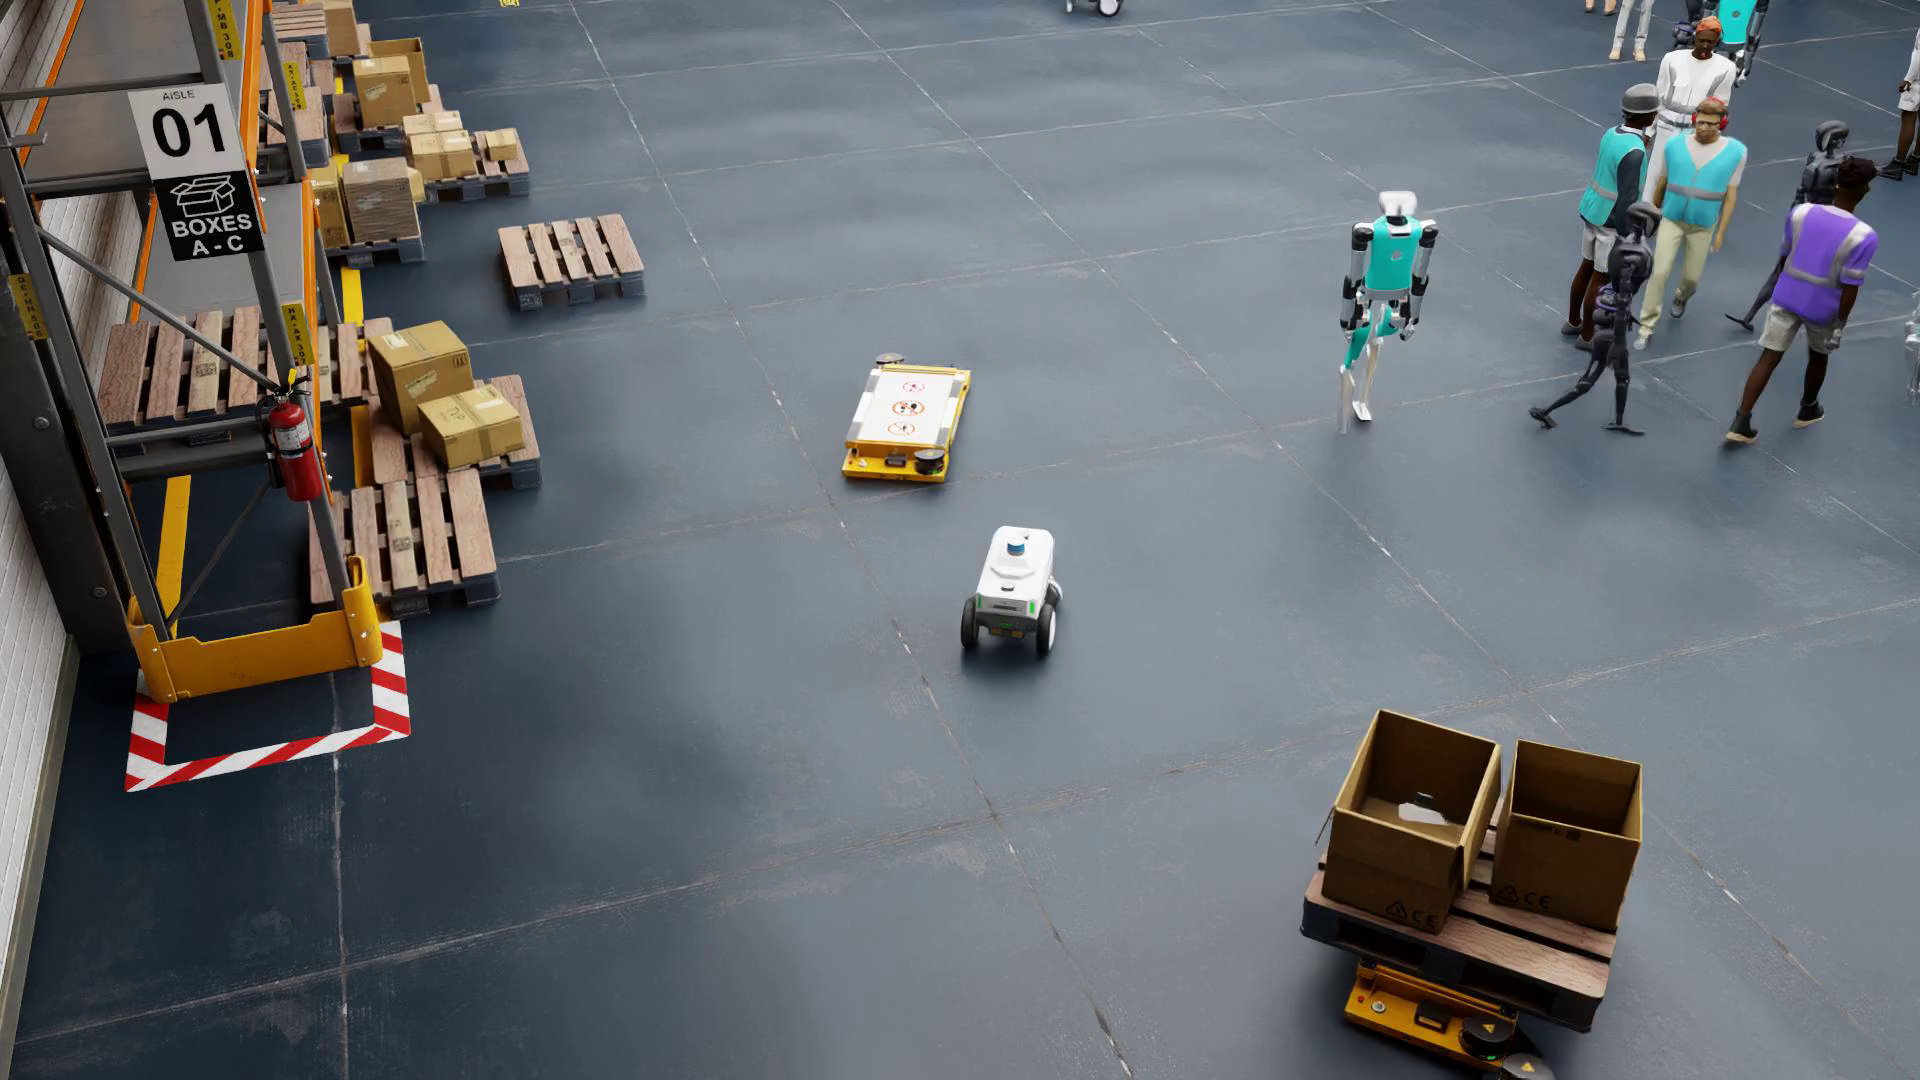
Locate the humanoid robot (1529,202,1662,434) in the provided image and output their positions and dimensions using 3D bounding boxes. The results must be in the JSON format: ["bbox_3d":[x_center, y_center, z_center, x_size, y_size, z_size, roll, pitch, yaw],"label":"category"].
[{"bbox_3d":[4.222,-1.425,10.804,0.763,1.632,0.594,13,35,19],"label":"humanoid robot"}]

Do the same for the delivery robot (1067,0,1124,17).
[{"bbox_3d":[1.581,-6.475,19.534,0.772,0.601,0.525,6,34,9],"label":"delivery robot"}]

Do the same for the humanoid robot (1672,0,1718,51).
[{"bbox_3d":[6.940,-4.747,15.889,0.725,1.630,0.596,6,34,9],"label":"humanoid robot"}]

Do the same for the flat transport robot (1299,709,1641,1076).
[{"bbox_3d":[2.201,1.668,7.300,0.659,0.231,1.431,16,36,22],"label":"flat transport robot"}]

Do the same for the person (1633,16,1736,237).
[{"bbox_3d":[5.824,-3.278,13.415,0.573,1.880,0.361,15,36,22],"label":"person"}]

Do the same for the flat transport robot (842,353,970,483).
[{"bbox_3d":[-0.340,-0.827,11.127,0.659,0.231,1.431,4,33,6],"label":"flat transport robot"}]

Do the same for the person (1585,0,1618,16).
[{"bbox_3d":[7.591,-6.916,19.184,0.484,1.666,0.403,22,39,30],"label":"person"}]

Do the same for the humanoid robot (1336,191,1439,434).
[{"bbox_3d":[2.683,-1.483,10.862,0.543,1.842,0.788,-2,33,-2],"label":"humanoid robot"}]

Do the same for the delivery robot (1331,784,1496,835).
[{"bbox_3d":[2.050,1.346,7.530,0.789,0.593,0.499,7,34,11],"label":"delivery robot"}]

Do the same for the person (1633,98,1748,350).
[{"bbox_3d":[5.252,-2.301,11.983,0.563,1.828,0.757,17,37,24],"label":"person"}]

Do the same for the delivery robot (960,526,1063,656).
[{"bbox_3d":[0.310,0.276,9.191,0.525,0.614,0.785,6,34,9],"label":"delivery robot"}]

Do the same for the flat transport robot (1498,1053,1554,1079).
[{"bbox_3d":[1.946,2.492,6.036,0.659,0.231,1.431,28,42,36],"label":"flat transport robot"}]

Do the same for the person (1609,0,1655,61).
[{"bbox_3d":[7.299,-6.053,17.676,0.460,1.875,0.341,7,34,10],"label":"person"}]

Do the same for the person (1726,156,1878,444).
[{"bbox_3d":[5.447,-1.525,10.699,0.977,1.922,0.600,-25,41,-33],"label":"person"}]

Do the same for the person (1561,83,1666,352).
[{"bbox_3d":[4.618,-2.288,11.838,0.421,1.941,0.551,0,33,0],"label":"person"}]

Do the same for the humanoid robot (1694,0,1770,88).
[{"bbox_3d":[6.915,-4.341,15.175,0.532,1.805,0.683,8,34,13],"label":"humanoid robot"}]

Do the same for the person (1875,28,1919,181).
[{"bbox_3d":[8.541,-4.162,14.716,0.550,1.935,0.369,-16,37,-23],"label":"person"}]

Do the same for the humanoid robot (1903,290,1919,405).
[{"bbox_3d":[6.670,-1.692,11.151,0.701,1.828,0.541,17,37,24],"label":"humanoid robot"}]

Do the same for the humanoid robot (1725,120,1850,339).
[{"bbox_3d":[6.115,-2.206,11.990,0.781,1.625,0.616,-2,33,-3],"label":"humanoid robot"}]
